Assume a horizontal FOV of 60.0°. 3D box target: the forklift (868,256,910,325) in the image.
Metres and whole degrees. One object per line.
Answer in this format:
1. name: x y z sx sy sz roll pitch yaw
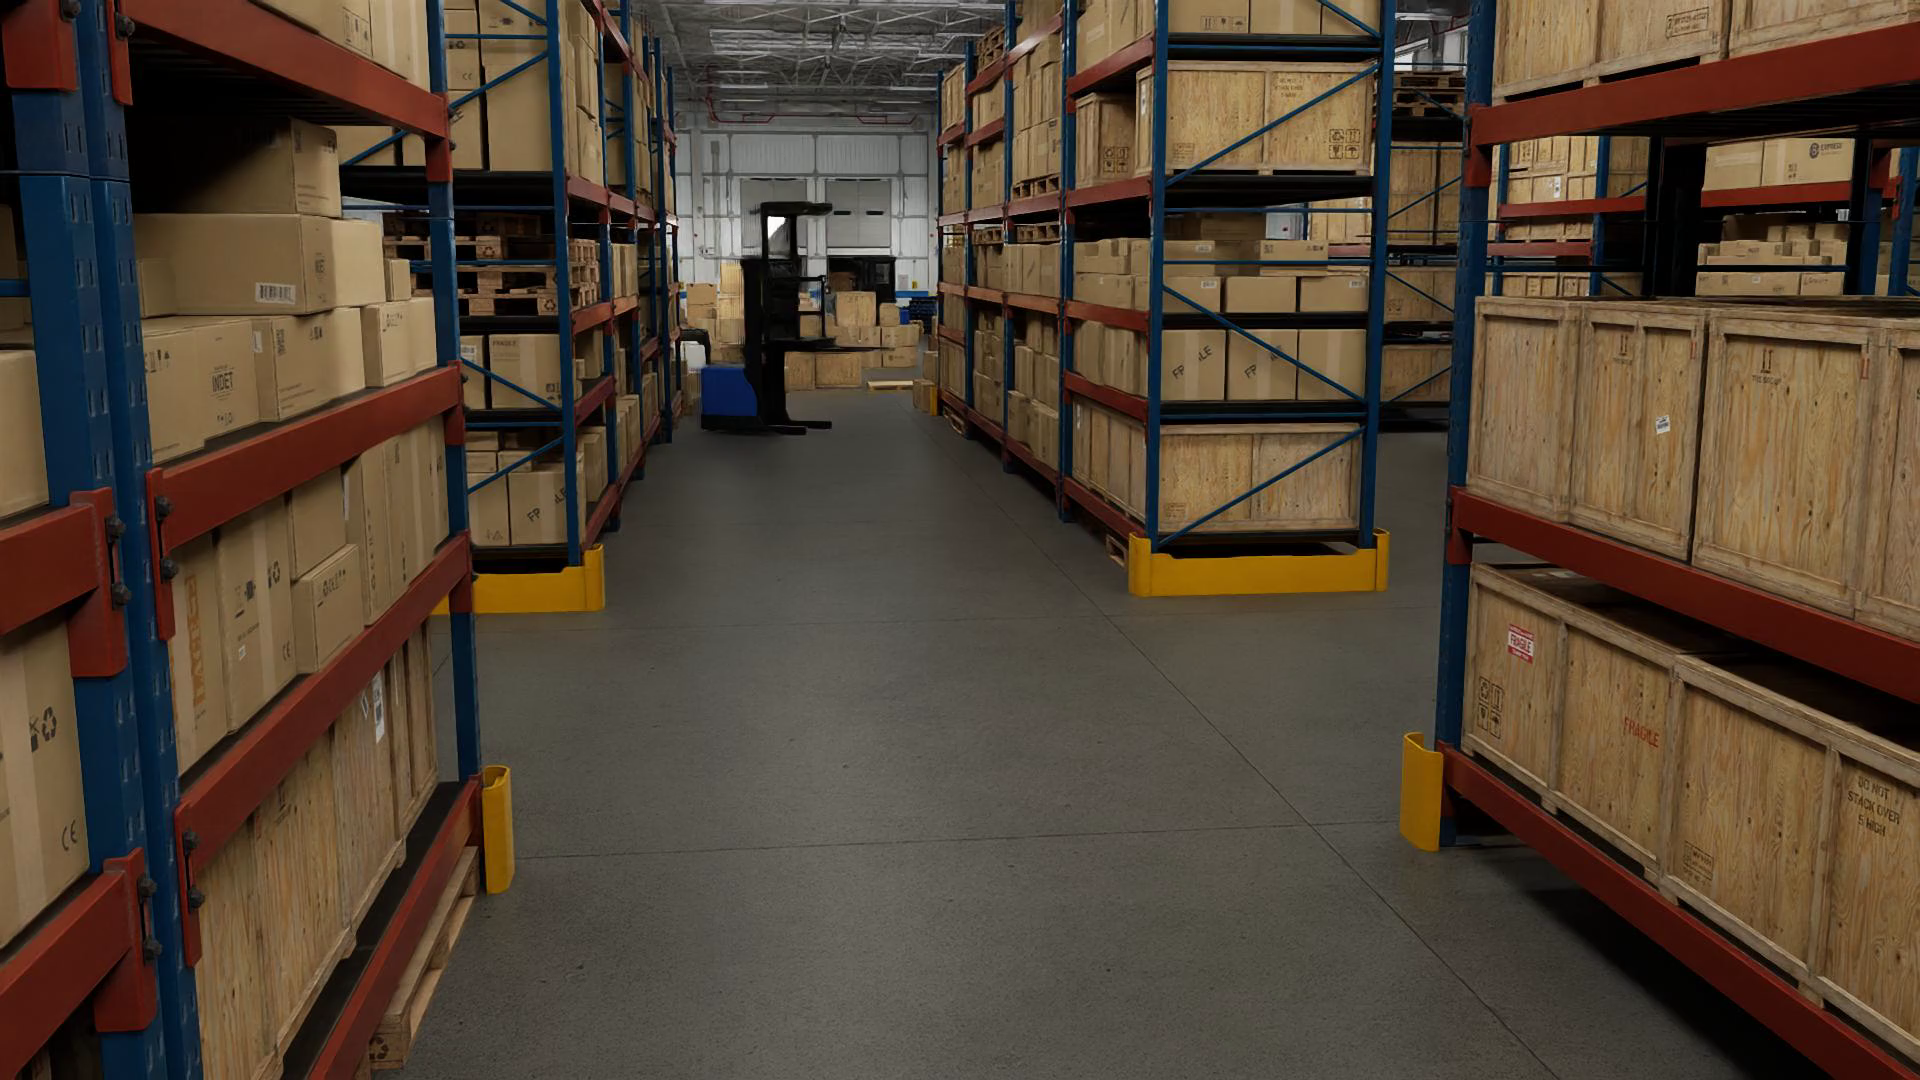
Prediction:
1. forklift: -2.547 -7.926 54.709 1.129 2.768 1.873 -6 12 -33

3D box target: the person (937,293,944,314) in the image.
1. person: -0.413 -6.189 47.475 0.569 1.893 0.674 -6 12 -32

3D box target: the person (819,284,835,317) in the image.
1. person: -4.309 -7.419 54.519 0.637 1.932 0.363 2 10 12

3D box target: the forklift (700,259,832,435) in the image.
1. forklift: -3.182 -3.153 26.919 1.873 2.768 1.129 3 10 19

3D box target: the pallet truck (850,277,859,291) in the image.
1. pallet truck: -3.782 -9.391 65.808 1.885 1.965 0.823 2 10 10
